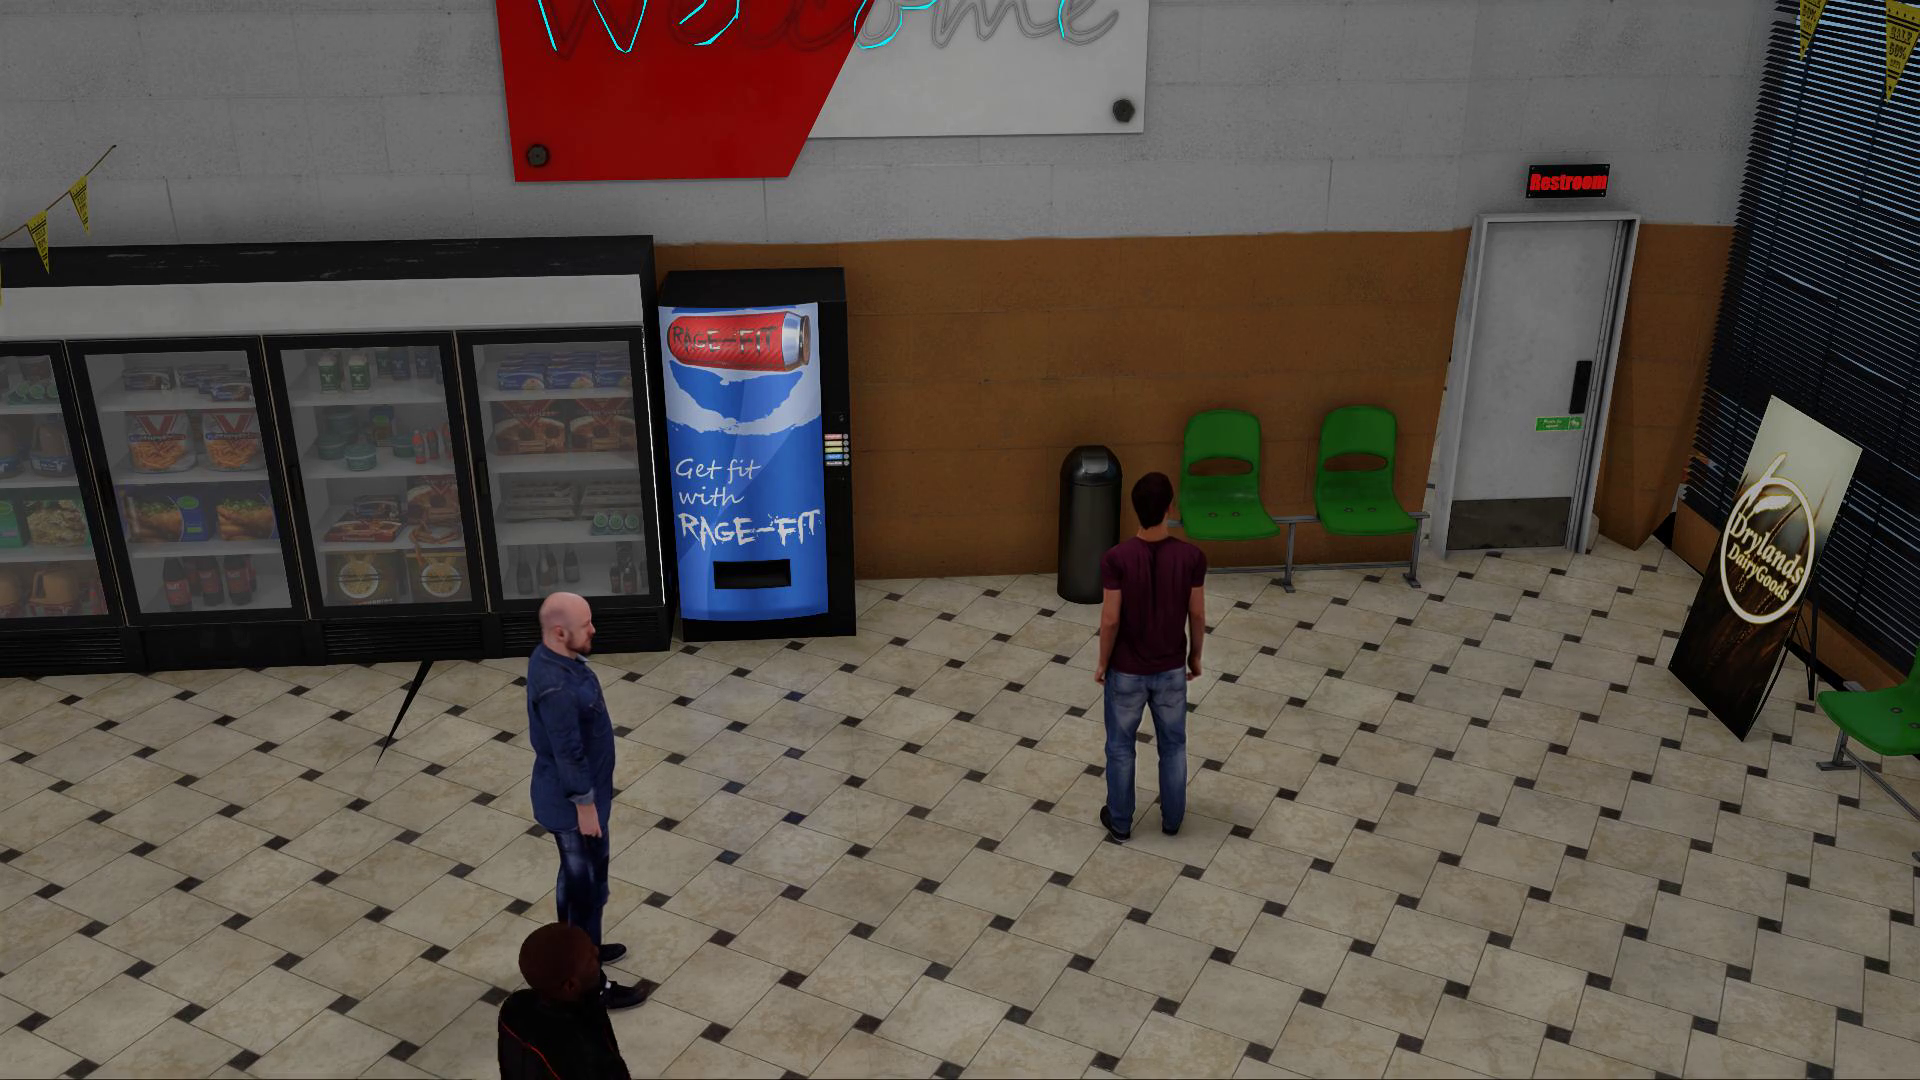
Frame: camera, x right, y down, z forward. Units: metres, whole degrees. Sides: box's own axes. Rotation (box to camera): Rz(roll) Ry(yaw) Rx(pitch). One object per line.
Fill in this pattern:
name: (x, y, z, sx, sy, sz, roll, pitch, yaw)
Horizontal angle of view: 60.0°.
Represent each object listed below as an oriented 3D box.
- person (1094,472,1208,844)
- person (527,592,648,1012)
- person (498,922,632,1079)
person: (0.884, 0.567, 7.827, 0.657, 1.849, 0.513, -2, 24, -5)
person: (-1.551, 1.055, 6.741, 0.839, 1.826, 0.642, -9, 25, -20)
person: (-1.179, 1.935, 4.789, 1.192, 1.778, 1.291, -16, 29, -33)
